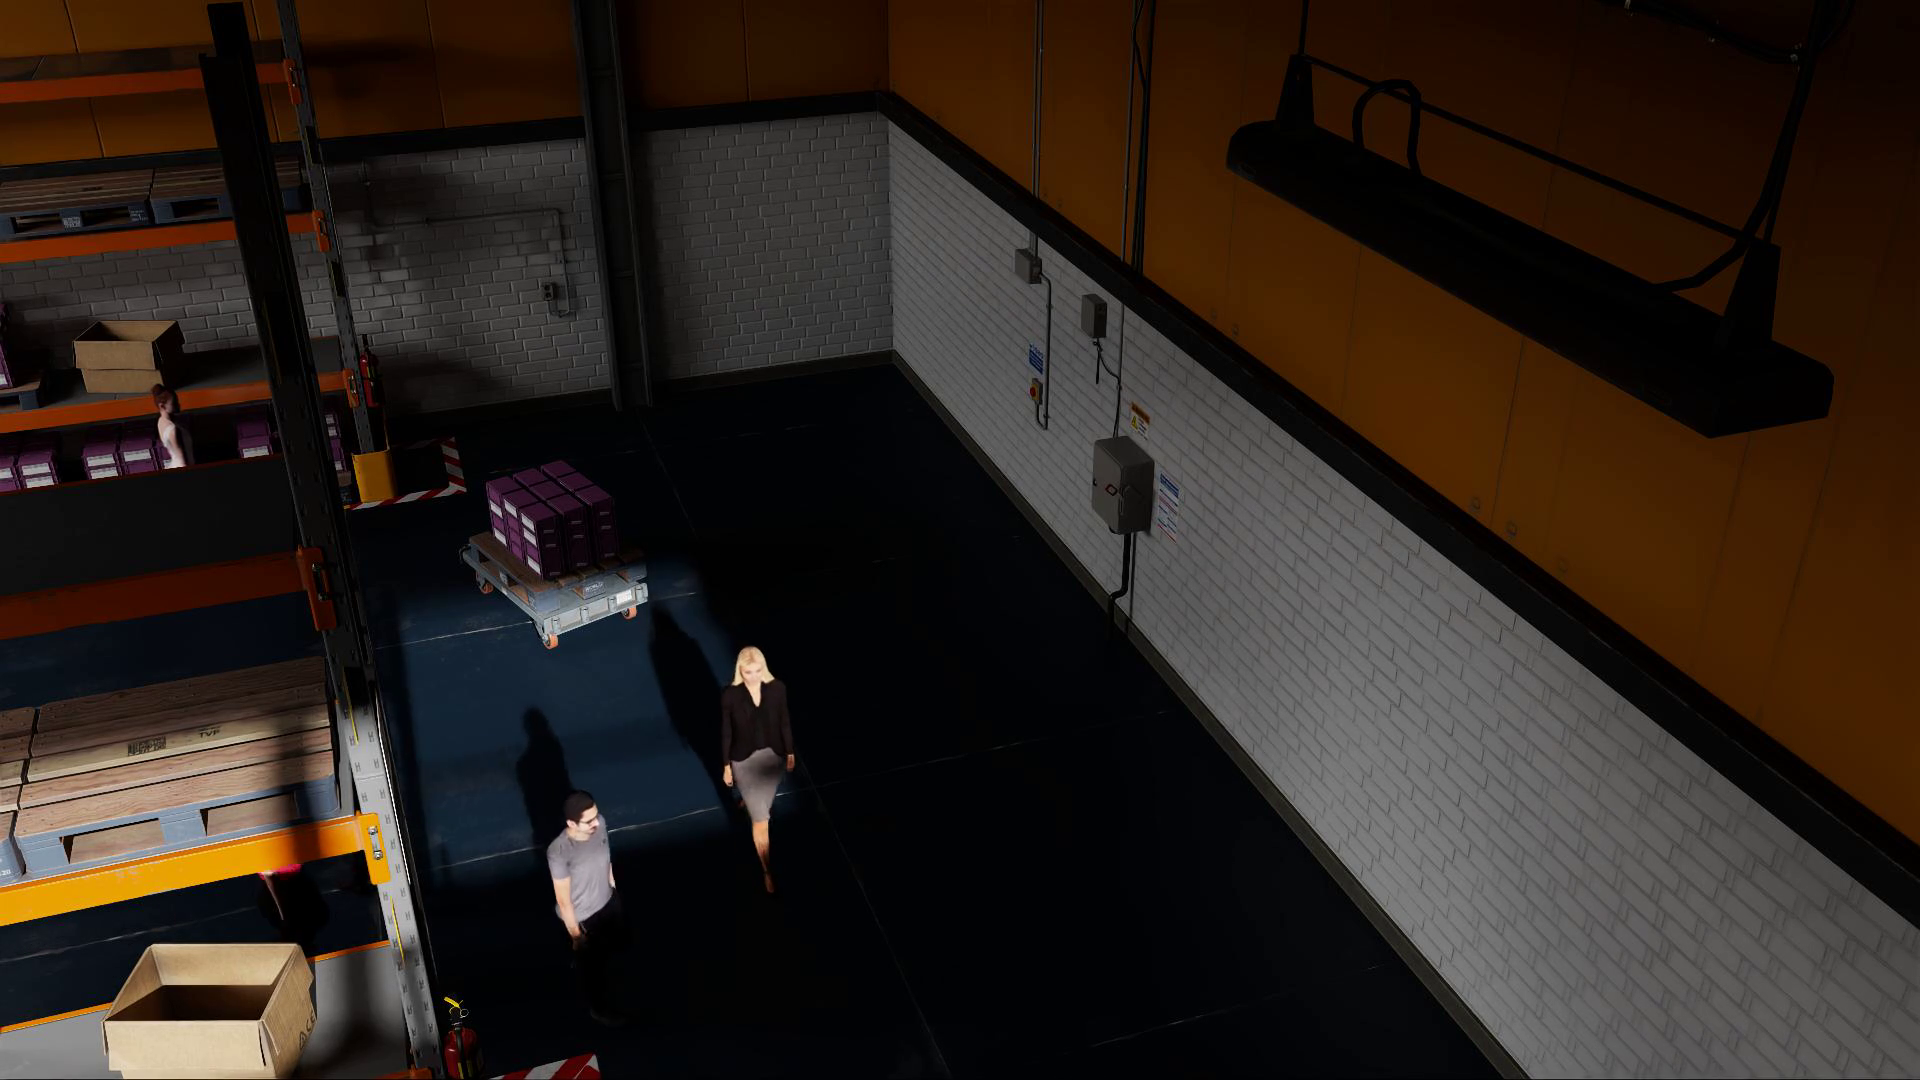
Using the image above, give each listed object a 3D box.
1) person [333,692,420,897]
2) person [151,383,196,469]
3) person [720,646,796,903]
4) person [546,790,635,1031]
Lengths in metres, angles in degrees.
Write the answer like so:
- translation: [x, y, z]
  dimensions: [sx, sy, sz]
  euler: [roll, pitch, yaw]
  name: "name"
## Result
- translation: [-3.768, 1.655, 10.410]
  dimensions: [1.001, 1.619, 0.849]
  euler: [6, 29, 11]
  name: "person"
- translation: [-6.609, -0.484, 14.147]
  dimensions: [0.566, 1.794, 0.610]
  euler: [-18, 33, -29]
  name: "person"
- translation: [-1.324, 1.412, 10.653]
  dimensions: [1.053, 1.812, 0.723]
  euler: [-11, 31, -19]
  name: "person"
- translation: [-2.191, 2.078, 9.514]
  dimensions: [0.917, 1.734, 0.857]
  euler: [11, 30, 19]
  name: "person"
